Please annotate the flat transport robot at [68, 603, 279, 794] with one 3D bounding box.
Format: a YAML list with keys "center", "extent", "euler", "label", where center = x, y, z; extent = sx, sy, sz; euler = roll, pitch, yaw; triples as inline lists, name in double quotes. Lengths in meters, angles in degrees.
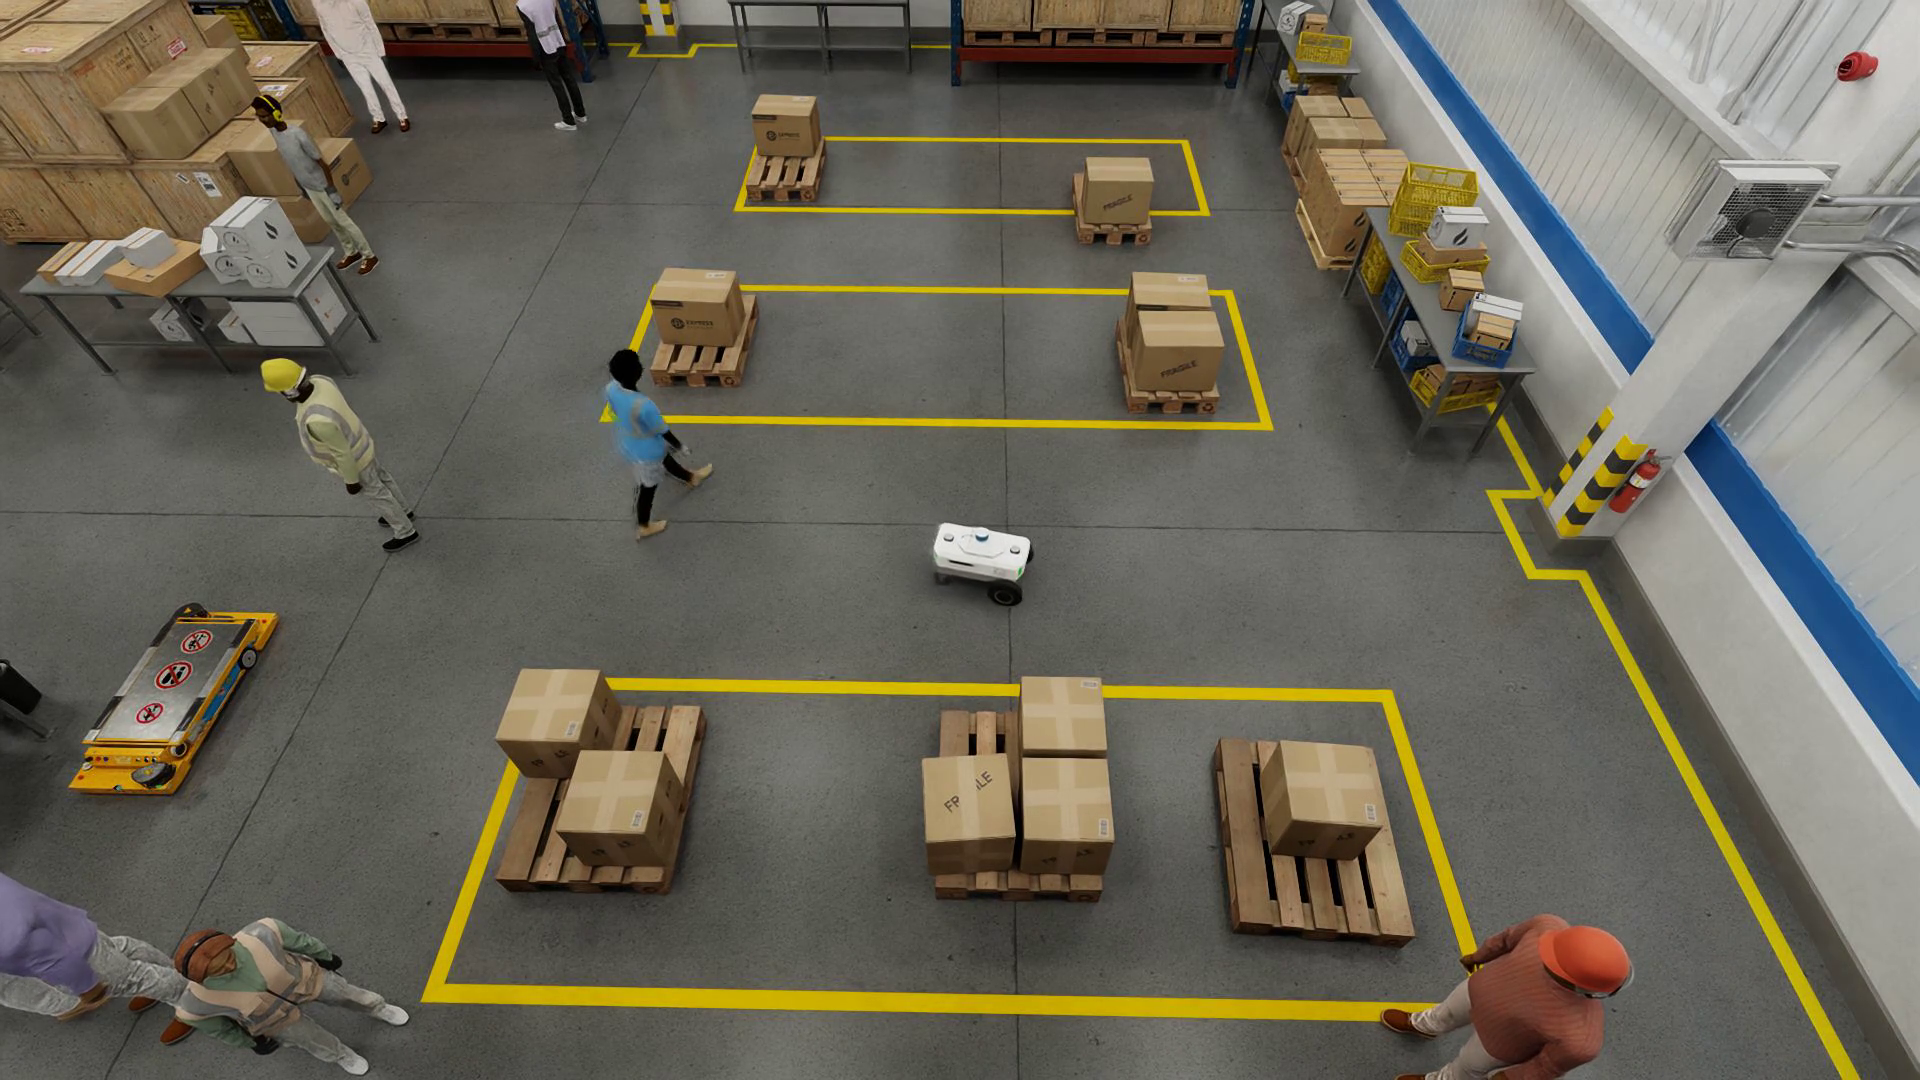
- center: [-5.504, 1.072, 6.442]
  extent: [0.652, 0.197, 1.431]
  euler: [1, 50, 1]
  label: "flat transport robot"

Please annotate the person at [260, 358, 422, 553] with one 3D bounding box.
- center: [-4.601, -0.632, 6.874]
  extent: [0.403, 1.822, 0.587]
  euler: [-20, 53, -16]
  label: "person"

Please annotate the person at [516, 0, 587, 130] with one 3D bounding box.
- center: [-5.142, -6.161, 11.490]
  extent: [0.383, 1.919, 0.597]
  euler: [17, 52, 14]
  label: "person"

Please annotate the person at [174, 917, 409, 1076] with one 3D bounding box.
- center: [-3.323, 2.268, 4.545]
  extent: [0.313, 1.634, 0.514]
  euler: [19, 52, 16]
  label: "person"

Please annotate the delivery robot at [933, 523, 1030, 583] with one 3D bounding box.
- center: [0.163, 0.094, 7.025]
  extent: [0.707, 0.478, 0.477]
  euler: [11, 51, 9]
  label: "delivery robot"

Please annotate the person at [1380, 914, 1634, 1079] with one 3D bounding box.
- center: [2.542, 2.238, 4.334]
  extent: [0.382, 1.993, 0.622]
  euler: [4, 50, 3]
  label: "person"

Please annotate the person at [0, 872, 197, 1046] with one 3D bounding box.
- center: [-4.467, 2.039, 4.539]
  extent: [0.636, 1.939, 0.365]
  euler: [26, 55, 21]
  label: "person"

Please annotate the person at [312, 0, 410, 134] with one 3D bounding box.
- center: [-7.493, -6.071, 11.424]
  extent: [0.638, 1.906, 0.407]
  euler: [-5, 50, -4]
  label: "person"

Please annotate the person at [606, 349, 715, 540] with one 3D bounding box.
- center: [-2.367, -0.775, 7.104]
  extent: [0.882, 1.650, 0.550]
  euler: [-36, 58, -26]
  label: "person"

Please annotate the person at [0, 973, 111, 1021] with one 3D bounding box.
- center: [-5.137, 1.994, 4.640]
  extent: [0.627, 1.844, 0.429]
  euler: [37, 59, 27]
  label: "person"

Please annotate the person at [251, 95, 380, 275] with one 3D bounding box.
- center: [-6.567, -3.591, 9.352]
  extent: [0.526, 1.864, 0.315]
  euler: [18, 52, 15]
  label: "person"
